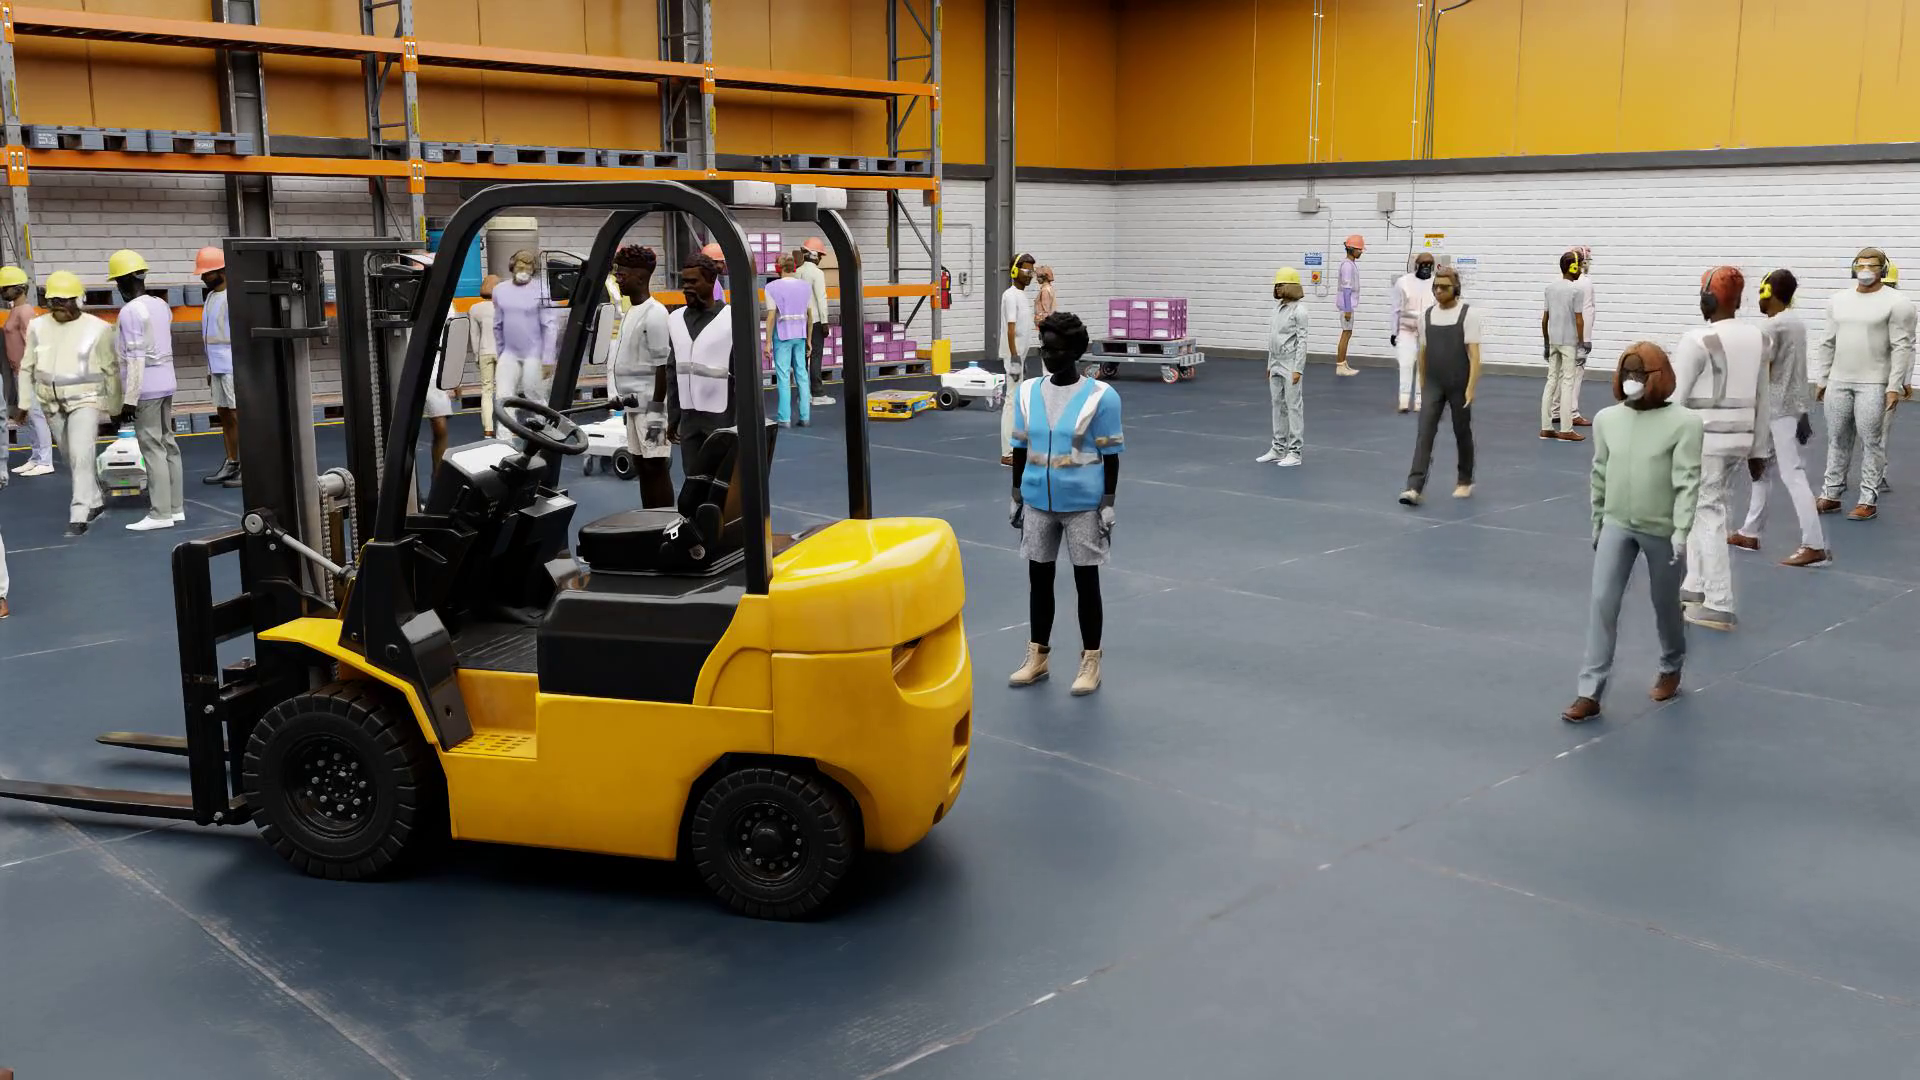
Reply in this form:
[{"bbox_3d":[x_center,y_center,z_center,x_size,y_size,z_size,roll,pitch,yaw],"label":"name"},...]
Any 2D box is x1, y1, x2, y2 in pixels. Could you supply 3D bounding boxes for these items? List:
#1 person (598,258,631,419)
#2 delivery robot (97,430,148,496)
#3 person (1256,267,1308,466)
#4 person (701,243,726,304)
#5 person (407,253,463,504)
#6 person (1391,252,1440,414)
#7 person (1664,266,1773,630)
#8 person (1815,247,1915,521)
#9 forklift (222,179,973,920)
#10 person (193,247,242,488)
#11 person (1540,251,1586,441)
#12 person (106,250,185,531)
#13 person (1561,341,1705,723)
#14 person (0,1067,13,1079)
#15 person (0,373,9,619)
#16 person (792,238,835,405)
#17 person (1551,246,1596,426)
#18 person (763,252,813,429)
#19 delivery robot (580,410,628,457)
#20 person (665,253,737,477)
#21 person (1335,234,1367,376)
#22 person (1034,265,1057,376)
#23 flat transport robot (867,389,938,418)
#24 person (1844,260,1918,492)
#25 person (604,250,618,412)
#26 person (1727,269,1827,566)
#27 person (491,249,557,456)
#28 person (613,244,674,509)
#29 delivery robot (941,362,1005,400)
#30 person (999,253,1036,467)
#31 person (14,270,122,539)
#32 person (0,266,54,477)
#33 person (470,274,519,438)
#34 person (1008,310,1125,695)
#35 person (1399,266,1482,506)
[{"bbox_3d":[-3.664,-2.232,18.264,0.633,1.839,0.429,-9,14,-41],"label":"person"},{"bbox_3d":[-6.280,-0.589,12.554,0.477,0.478,0.707,-4,11,-19],"label":"delivery robot"},{"bbox_3d":[2.862,-1.524,14.670,0.295,1.744,0.484,-5,11,-23],"label":"person"},{"bbox_3d":[-2.574,-2.131,17.446,0.357,1.937,0.551,-5,12,-27],"label":"person"},{"bbox_3d":[-4.061,-1.216,12.626,0.415,1.892,0.567,9,14,40],"label":"person"},{"bbox_3d":[5.225,-2.329,18.833,0.659,1.819,0.741,2,11,10],"label":"person"},{"bbox_3d":[3.856,-0.489,8.708,0.580,1.863,0.716,-5,12,-26],"label":"person"},{"bbox_3d":[6.421,-1.113,11.889,0.363,1.939,0.636,-6,12,-30],"label":"person"},{"bbox_3d":[-1.114,-0.058,5.440,2.313,2.155,1.214,2,11,13],"label":"forklift"},{"bbox_3d":[-5.922,-1.381,13.384,0.542,1.929,0.368,8,13,39],"label":"person"},{"bbox_3d":[5.980,-1.909,16.443,0.327,1.865,0.518,-5,12,-27],"label":"person"},{"bbox_3d":[-5.616,-1.022,11.455,0.381,1.917,0.585,-1,10,-3],"label":"person"},{"bbox_3d":[2.892,-0.046,7.045,0.859,1.588,0.502,-10,14,-44],"label":"person"},{"bbox_3d":[-2.565,0.405,3.818,0.793,1.875,0.403,3,11,17],"label":"person"},{"bbox_3d":[-5.262,-0.381,8.734,0.502,1.633,0.276,-3,11,-16],"label":"person"},{"bbox_3d":[-1.772,-2.618,19.974,0.393,1.985,0.611,-9,14,-41],"label":"person"},{"bbox_3d":[6.573,-2.176,17.779,0.405,1.904,0.653,-2,11,-11],"label":"person"},{"bbox_3d":[-1.788,-2.087,17.463,0.570,1.840,0.375,-8,13,-37],"label":"person"},{"bbox_3d":[-2.863,-0.861,14.040,0.707,0.478,0.477,6,12,30],"label":"delivery robot"},{"bbox_3d":[-1.492,-0.740,9.914,0.597,1.916,0.371,6,12,29],"label":"person"},{"bbox_3d":[5.629,-3.376,23.990,0.401,2.032,0.613,3,11,14],"label":"person"},{"bbox_3d":[1.100,-2.710,21.418,0.308,1.640,0.511,1,10,6],"label":"person"},{"bbox_3d":[-0.742,-1.544,18.795,0.652,0.197,1.431,3,11,15],"label":"flat transport robot"},{"bbox_3d":[7.221,-1.291,13.154,0.600,1.829,0.404,3,11,15],"label":"person"},{"bbox_3d":[-4.008,-2.416,19.037,0.491,1.920,0.563,-9,13,-39],"label":"person"},{"bbox_3d":[5.127,-0.768,10.384,0.791,1.819,0.556,9,14,42],"label":"person"},{"bbox_3d":[-3.863,-1.567,14.489,0.667,1.894,0.846,3,11,17],"label":"person"},{"bbox_3d":[-1.979,-0.855,10.408,0.368,1.967,0.600,-6,12,-28],"label":"person"},{"bbox_3d":[0.151,-1.826,19.302,0.707,0.478,0.477,4,11,21],"label":"delivery robot"},{"bbox_3d":[0.512,-1.576,14.628,0.330,1.865,0.518,2,11,9],"label":"person"},{"bbox_3d":[-6.087,-0.936,11.405,0.610,1.803,0.815,0,10,2],"label":"person"},{"bbox_3d":[-7.908,-1.421,14.045,0.312,1.768,0.524,-8,13,-38],"label":"person"},{"bbox_3d":[-4.626,-1.827,16.610,0.500,1.636,0.285,1,10,6],"label":"person"},{"bbox_3d":[0.455,-0.161,7.351,0.540,1.697,0.318,6,12,29],"label":"person"},{"bbox_3d":[3.670,-1.155,12.543,0.531,1.795,0.986,7,13,35],"label":"person"}]
